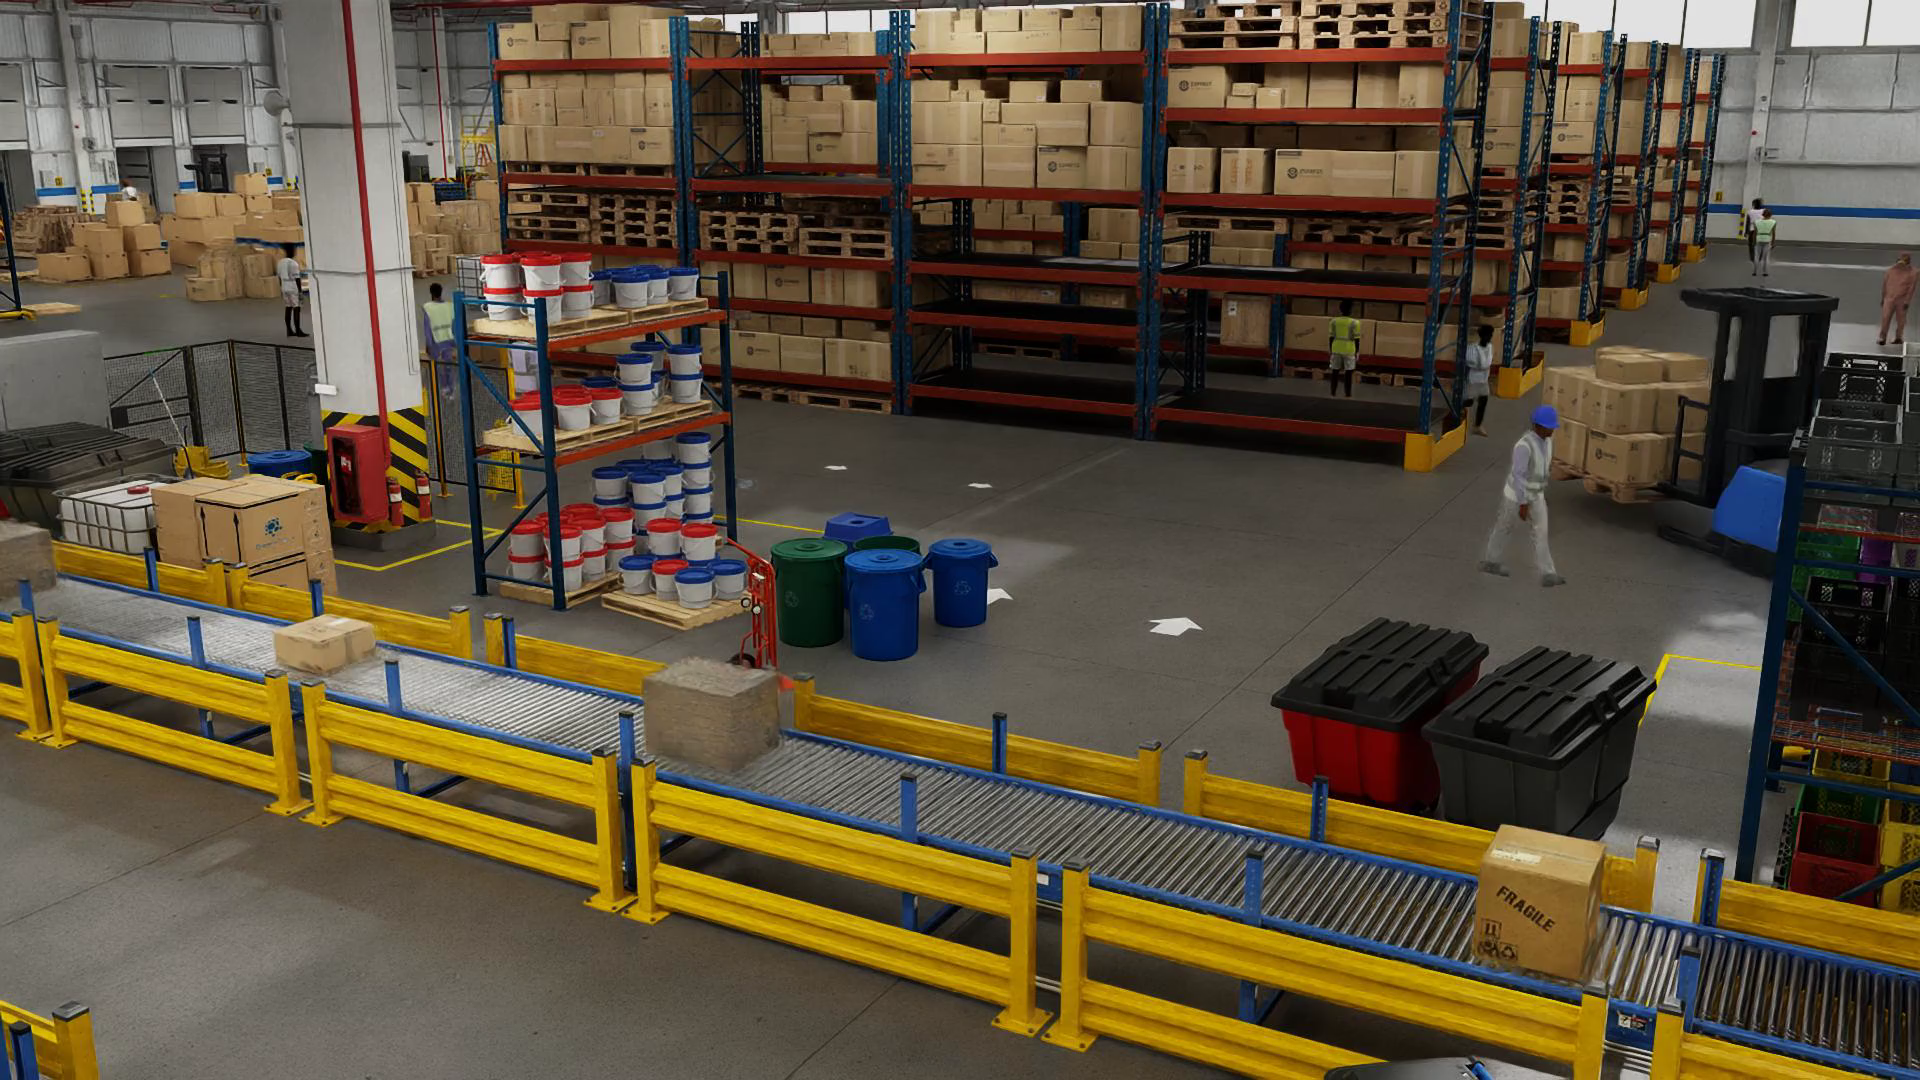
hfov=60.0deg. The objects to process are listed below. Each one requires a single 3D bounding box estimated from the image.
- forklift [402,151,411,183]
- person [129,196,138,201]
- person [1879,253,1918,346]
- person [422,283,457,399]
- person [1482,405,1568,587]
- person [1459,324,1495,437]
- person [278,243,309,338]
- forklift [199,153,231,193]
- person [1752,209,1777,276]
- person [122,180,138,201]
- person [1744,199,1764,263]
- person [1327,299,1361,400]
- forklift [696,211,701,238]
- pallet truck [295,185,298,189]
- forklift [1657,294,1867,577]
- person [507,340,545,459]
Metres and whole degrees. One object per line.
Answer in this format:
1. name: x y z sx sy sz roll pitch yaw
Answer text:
1. forklift: -21.519 -13.645 64.395 1.873 2.768 1.129 1 15 2
2. person: -24.873 -9.397 50.230 0.631 1.939 0.370 8 17 28
3. person: 18.625 -4.784 33.064 0.942 1.855 0.659 -13 20 -40
4. person: -8.476 -3.240 27.157 0.448 1.896 0.624 13 20 41
5. person: 5.736 -0.456 16.766 0.620 1.858 1.057 -10 18 -33
6. person: 7.488 -2.364 24.329 0.538 1.666 0.645 -8 17 -28
7. person: -13.696 -5.115 34.132 0.632 1.956 0.436 9 17 30
8. forklift: -27.440 -12.865 61.464 1.873 2.768 1.129 8 17 28
9. person: 22.209 -8.217 45.971 0.566 1.846 0.387 8 17 28
10. person: -30.966 -12.530 62.174 0.388 1.854 0.784 7 17 25
11. person: 23.771 -9.195 49.598 0.729 1.883 0.352 2 15 6
12. person: 6.160 -3.011 26.710 0.574 1.689 0.324 9 18 31
13. forklift: -5.220 -5.038 32.040 1.873 2.768 1.129 8 17 28
14. pallet truck: -26.804 -14.617 69.738 1.885 1.965 0.823 -14 20 -42
15. forklift: 8.579 -1.174 17.515 1.129 2.768 1.873 -4 15 -15
16. person: -5.881 -2.071 22.681 0.547 1.942 0.351 8 17 28
